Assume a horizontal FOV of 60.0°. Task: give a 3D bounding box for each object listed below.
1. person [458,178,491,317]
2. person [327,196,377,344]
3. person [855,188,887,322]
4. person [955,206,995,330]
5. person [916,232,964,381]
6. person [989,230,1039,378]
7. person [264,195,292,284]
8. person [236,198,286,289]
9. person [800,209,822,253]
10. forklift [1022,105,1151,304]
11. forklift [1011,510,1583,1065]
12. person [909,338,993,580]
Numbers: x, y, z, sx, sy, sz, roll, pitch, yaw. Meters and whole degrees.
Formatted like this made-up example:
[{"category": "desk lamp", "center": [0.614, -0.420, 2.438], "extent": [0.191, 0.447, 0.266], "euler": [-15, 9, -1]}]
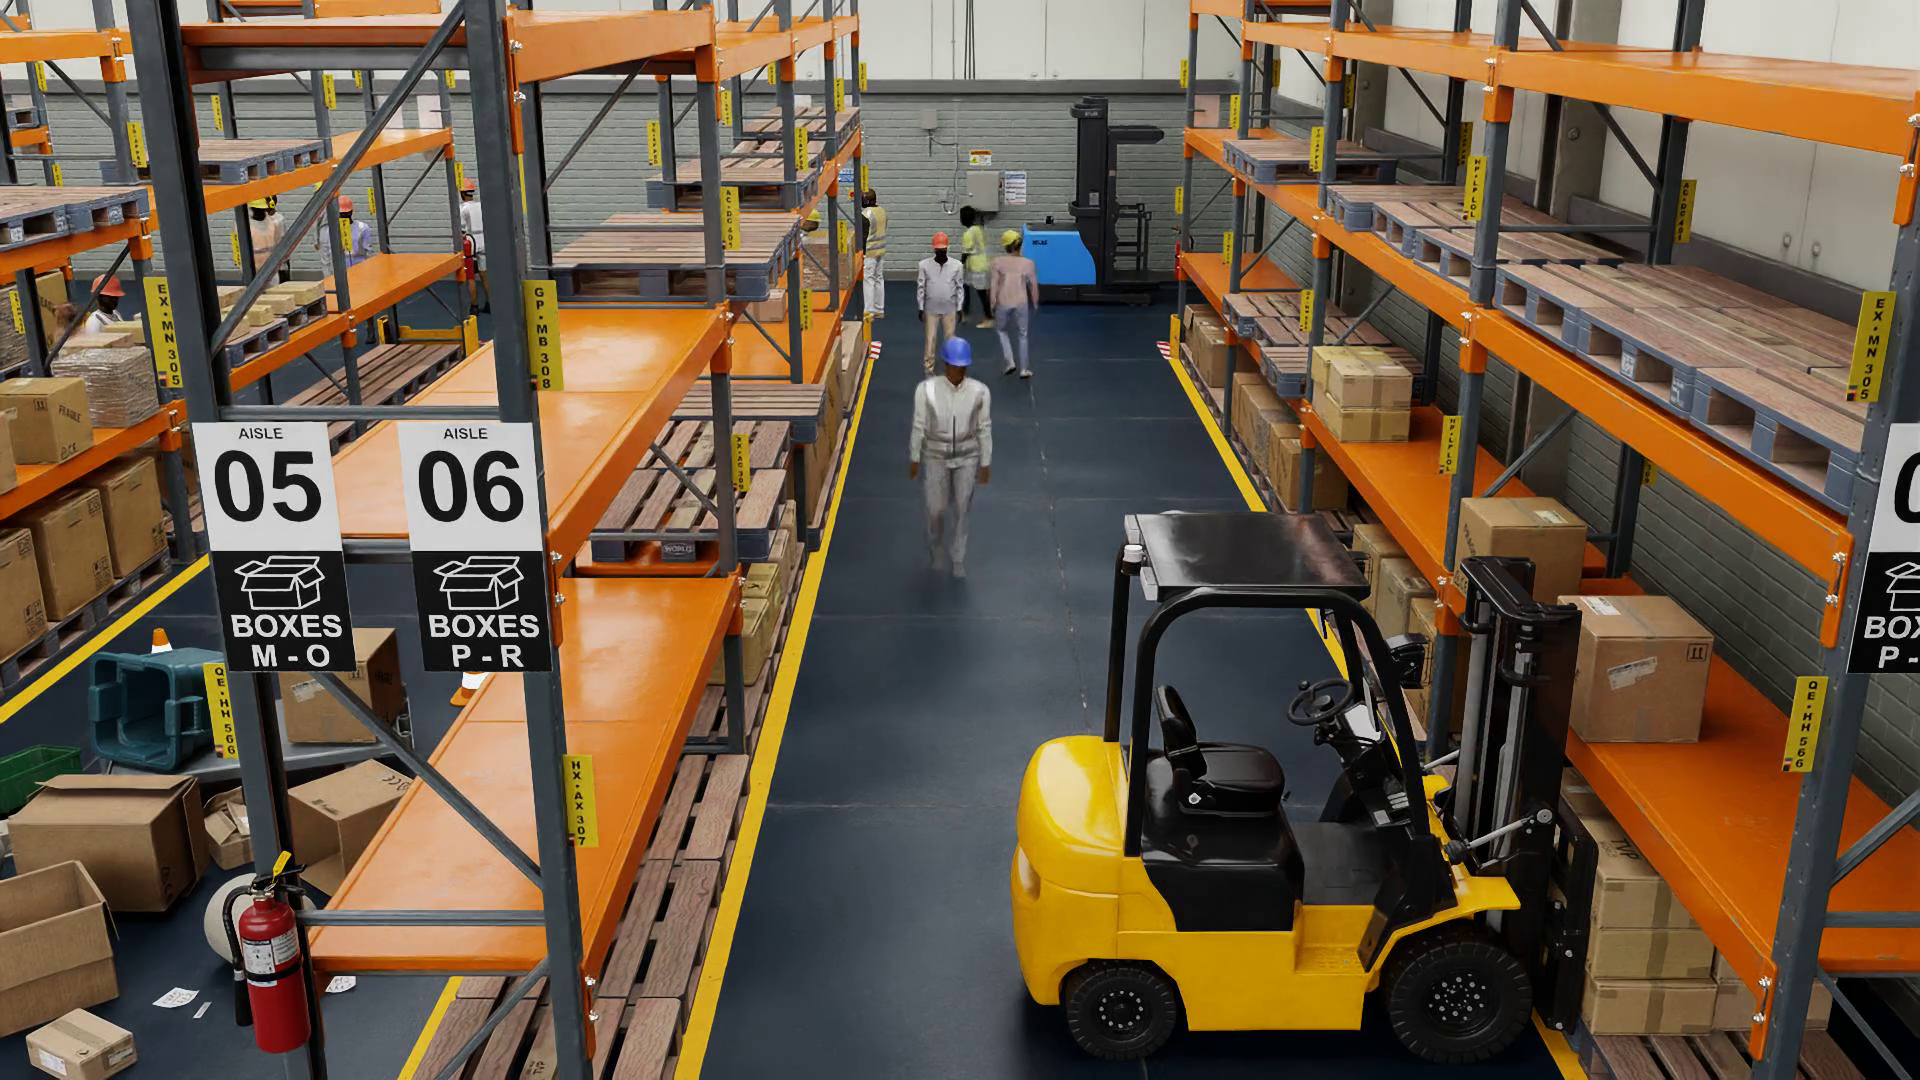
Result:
[{"category": "person", "center": [-6.888, -4.129, 23.479], "extent": [0.388, 1.930, 0.540], "euler": [11, 21, 30]}, {"category": "person", "center": [-7.859, -3.481, 21.521], "extent": [0.539, 1.929, 0.390], "euler": [-4, 19, -11]}, {"category": "person", "center": [-1.253, -3.964, 23.126], "extent": [0.429, 1.835, 0.625], "euler": [9, 20, 25]}, {"category": "person", "center": [0.134, -3.680, 22.529], "extent": [0.789, 1.654, 0.530], "euler": [3, 19, 10]}, {"category": "person", "center": [-0.230, -2.736, 19.530], "extent": [0.560, 1.752, 0.324], "euler": [-1, 18, -2]}, {"category": "person", "center": [0.648, -2.781, 19.671], "extent": [0.615, 1.747, 0.364], "euler": [-1, 18, -3]}, {"category": "person", "center": [-9.252, -3.798, 22.595], "extent": [0.330, 1.855, 0.506], "euler": [-15, 23, -37]}, {"category": "person", "center": [-9.167, -3.610, 21.922], "extent": [0.402, 1.917, 0.590], "euler": [15, 23, 37]}, {"category": "person", "center": [-1.947, -3.472, 21.794], "extent": [0.325, 1.731, 0.490], "euler": [0, 18, 0]}, {"category": "forklift", "center": [1.857, -4.944, 24.441], "extent": [1.873, 2.768, 1.129], "euler": [0, 18, 0]}, {"category": "forklift", "center": [1.387, 1.055, 7.378], "extent": [2.313, 2.155, 1.214], "euler": [0, 18, 0]}, {"category": "person", "center": [-0.064, -0.612, 12.824], "extent": [0.644, 1.930, 0.450], "euler": [-3, 19, -9]}]
